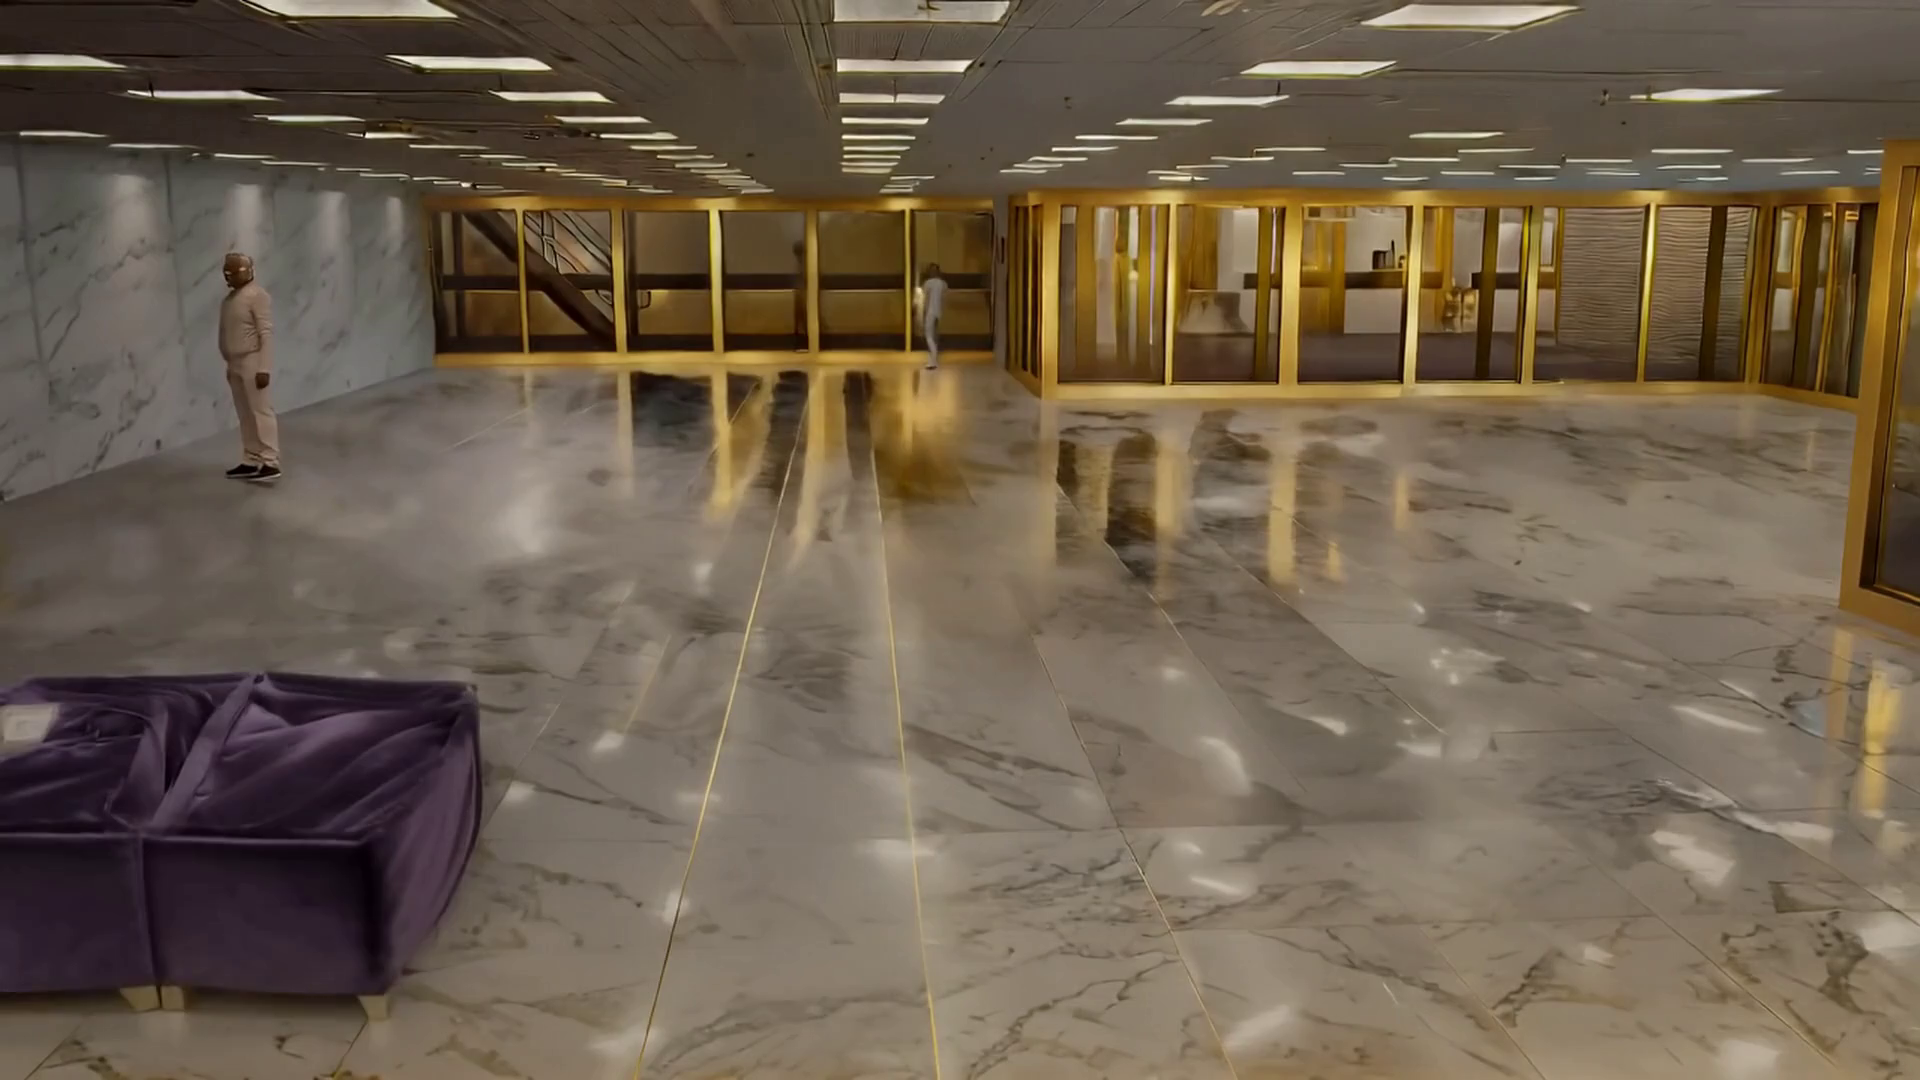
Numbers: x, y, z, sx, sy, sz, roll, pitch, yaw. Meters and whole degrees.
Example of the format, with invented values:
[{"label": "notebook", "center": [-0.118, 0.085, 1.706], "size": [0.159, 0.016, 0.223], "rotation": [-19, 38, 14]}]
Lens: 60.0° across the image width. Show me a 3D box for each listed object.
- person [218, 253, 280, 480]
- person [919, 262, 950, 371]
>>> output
[{"label": "person", "center": [-6.044, -1.464, 14.075], "size": [0.636, 1.911, 0.406], "rotation": [9, 14, 40]}, {"label": "person", "center": [-0.383, -3.370, 25.098], "size": [0.507, 1.631, 0.266], "rotation": [-6, 12, -29]}]
